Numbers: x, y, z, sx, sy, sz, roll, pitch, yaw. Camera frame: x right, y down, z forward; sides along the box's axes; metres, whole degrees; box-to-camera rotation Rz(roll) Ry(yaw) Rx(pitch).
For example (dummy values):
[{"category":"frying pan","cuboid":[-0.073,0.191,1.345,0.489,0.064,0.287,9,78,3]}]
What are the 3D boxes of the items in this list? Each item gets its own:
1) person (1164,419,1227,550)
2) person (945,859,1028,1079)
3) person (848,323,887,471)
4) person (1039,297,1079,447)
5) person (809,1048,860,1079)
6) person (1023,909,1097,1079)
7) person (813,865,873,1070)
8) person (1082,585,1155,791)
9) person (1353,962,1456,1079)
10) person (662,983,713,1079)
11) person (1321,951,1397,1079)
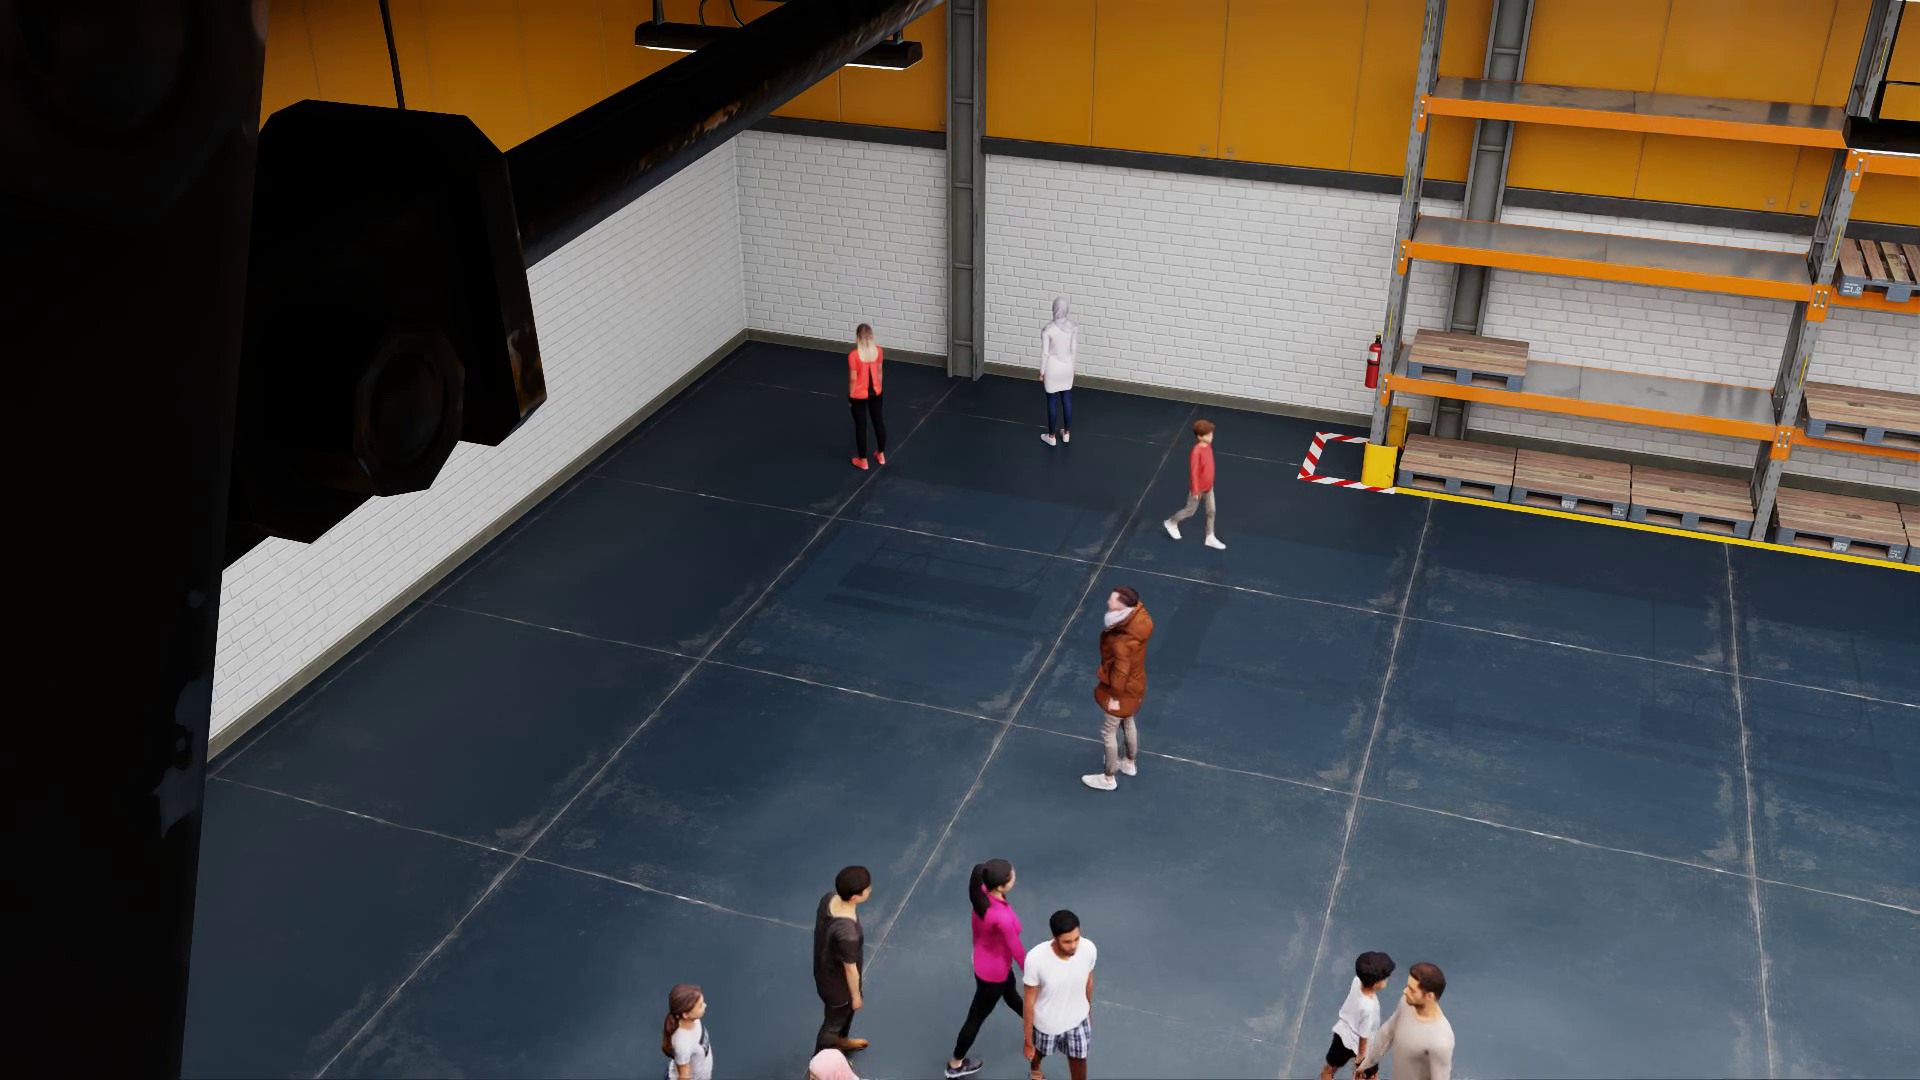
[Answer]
[{"category":"person","cuboid":[2.406,-0.587,17.045,0.978,1.398,0.695,20,34,32]},{"category":"person","cuboid":[0.120,2.773,10.618,1.133,1.654,1.021,-11,30,-19]},{"category":"person","cuboid":[-1.046,-1.618,18.627,0.679,1.693,0.710,-18,33,-29]},{"category":"person","cuboid":[1.138,-1.947,19.144,0.672,1.776,0.744,-11,30,-19]},{"category":"person","cuboid":[-0.604,3.461,9.216,0.722,1.788,0.802,20,35,32]},{"category":"person","cuboid":[0.576,2.925,10.311,1.155,1.681,1.138,-9,30,-15]},{"category":"person","cuboid":[-0.854,2.764,10.602,0.847,1.684,0.795,-8,30,-15]},{"category":"person","cuboid":[1.335,1.179,13.352,0.701,1.835,0.725,14,31,23]},{"category":"person","cuboid":[2.736,3.194,9.677,1.241,1.816,1.028,-5,29,-9]},{"category":"person","cuboid":[-1.689,3.252,9.875,1.122,1.524,0.850,-3,29,-6]},{"category":"person","cuboid":[2.429,3.109,10.442,0.867,1.232,0.730,-7,29,-13]}]
